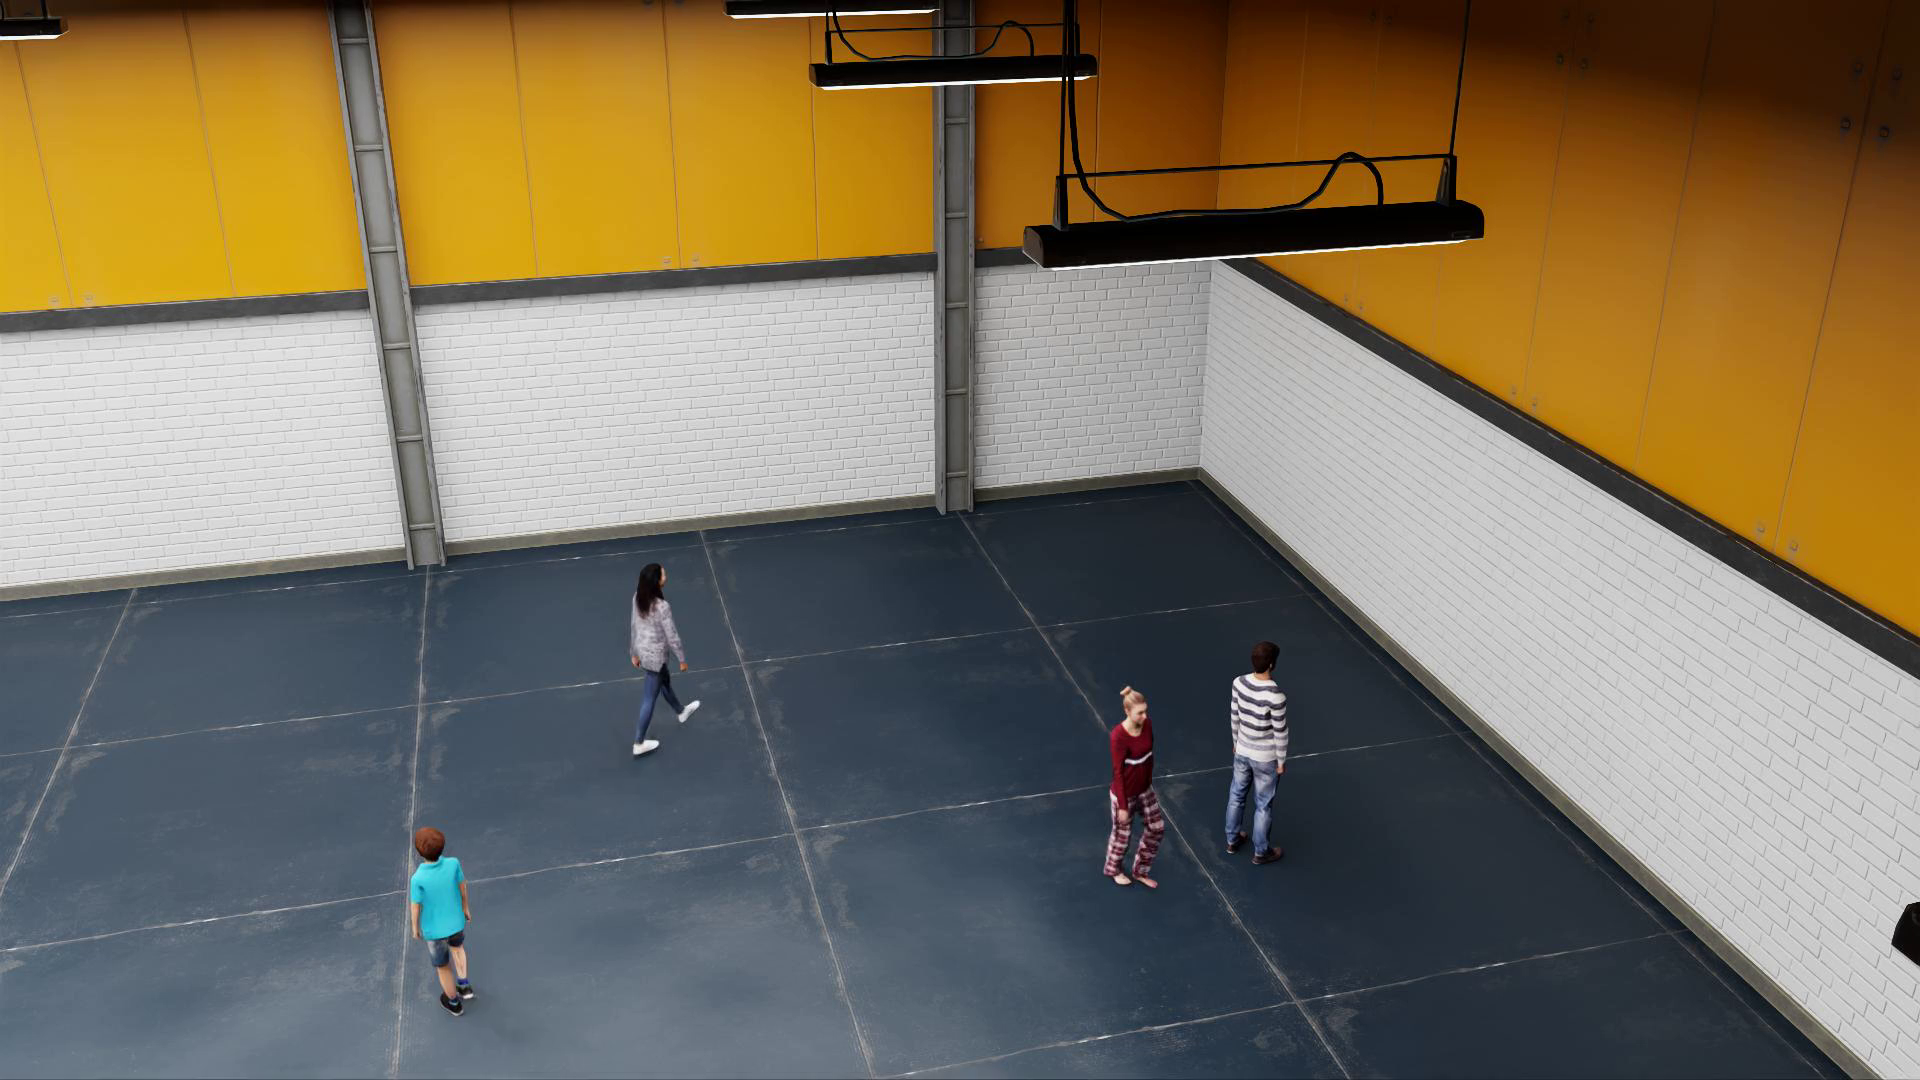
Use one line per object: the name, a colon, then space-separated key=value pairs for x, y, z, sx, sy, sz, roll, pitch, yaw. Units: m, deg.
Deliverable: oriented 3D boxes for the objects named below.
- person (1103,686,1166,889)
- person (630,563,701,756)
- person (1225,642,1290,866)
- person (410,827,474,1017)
person: x=1.235 y=1.850 z=12.528 sx=0.771 sy=1.685 sz=0.845 roll=-21 pitch=31 yaw=-39
person: x=-2.711 y=1.052 z=14.349 sx=1.013 sy=1.689 sz=1.188 roll=20 pitch=30 yaw=38
person: x=2.288 y=1.628 z=12.824 sx=0.715 sy=1.854 sz=0.725 roll=-22 pitch=32 yaw=-40
person: x=-3.436 y=2.577 z=11.163 sx=0.589 sy=1.446 sz=0.681 roll=-22 pitch=32 yaw=-40
